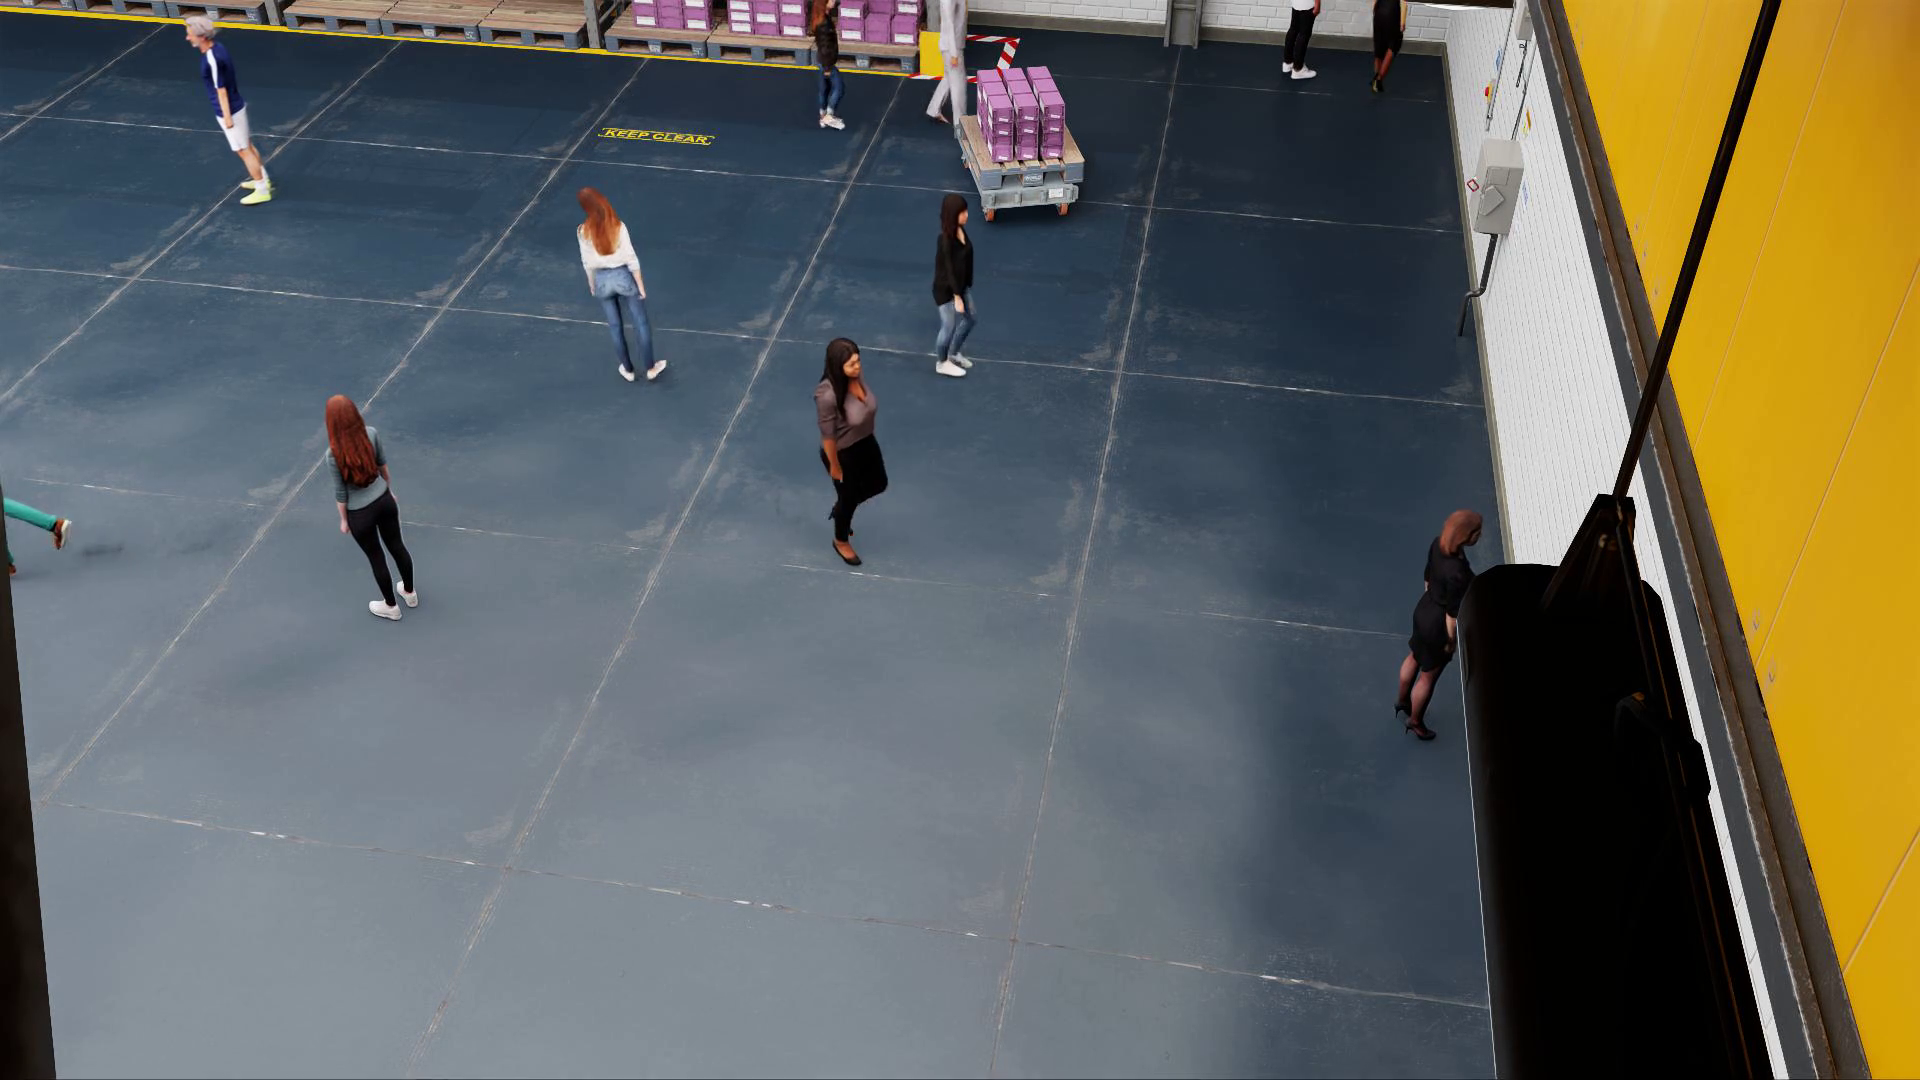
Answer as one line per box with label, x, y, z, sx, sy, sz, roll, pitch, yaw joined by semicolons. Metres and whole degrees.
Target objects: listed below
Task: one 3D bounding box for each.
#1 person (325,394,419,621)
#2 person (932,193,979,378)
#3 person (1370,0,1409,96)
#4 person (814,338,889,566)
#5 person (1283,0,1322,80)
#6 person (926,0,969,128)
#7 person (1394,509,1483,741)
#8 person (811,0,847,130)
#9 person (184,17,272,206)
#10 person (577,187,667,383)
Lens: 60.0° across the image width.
person;-3.917;-0.209;11.026;0.678;1.743;0.673;25;45;28
person;-0.129;-2.041;13.411;0.608;1.628;0.613;13;40;16
person;4.521;-5.538;17.782;0.759;1.639;0.802;30;47;32
person;-0.851;-0.628;11.482;0.812;1.828;0.776;19;43;23
person;3.784;-5.975;18.194;0.713;1.807;0.715;-13;40;-15
person;-0.123;-5.113;17.159;0.840;1.752;0.684;2;39;3
person;2.904;0.511;10.155;0.594;1.705;0.641;-4;39;-5
person;-1.440;-4.959;17.185;0.647;1.478;0.652;-6;39;-7
person;-6.952;-4.110;15.841;0.753;1.829;0.739;-13;41;-16
person;-2.742;-2.034;13.345;0.560;1.700;0.809;6;39;8
